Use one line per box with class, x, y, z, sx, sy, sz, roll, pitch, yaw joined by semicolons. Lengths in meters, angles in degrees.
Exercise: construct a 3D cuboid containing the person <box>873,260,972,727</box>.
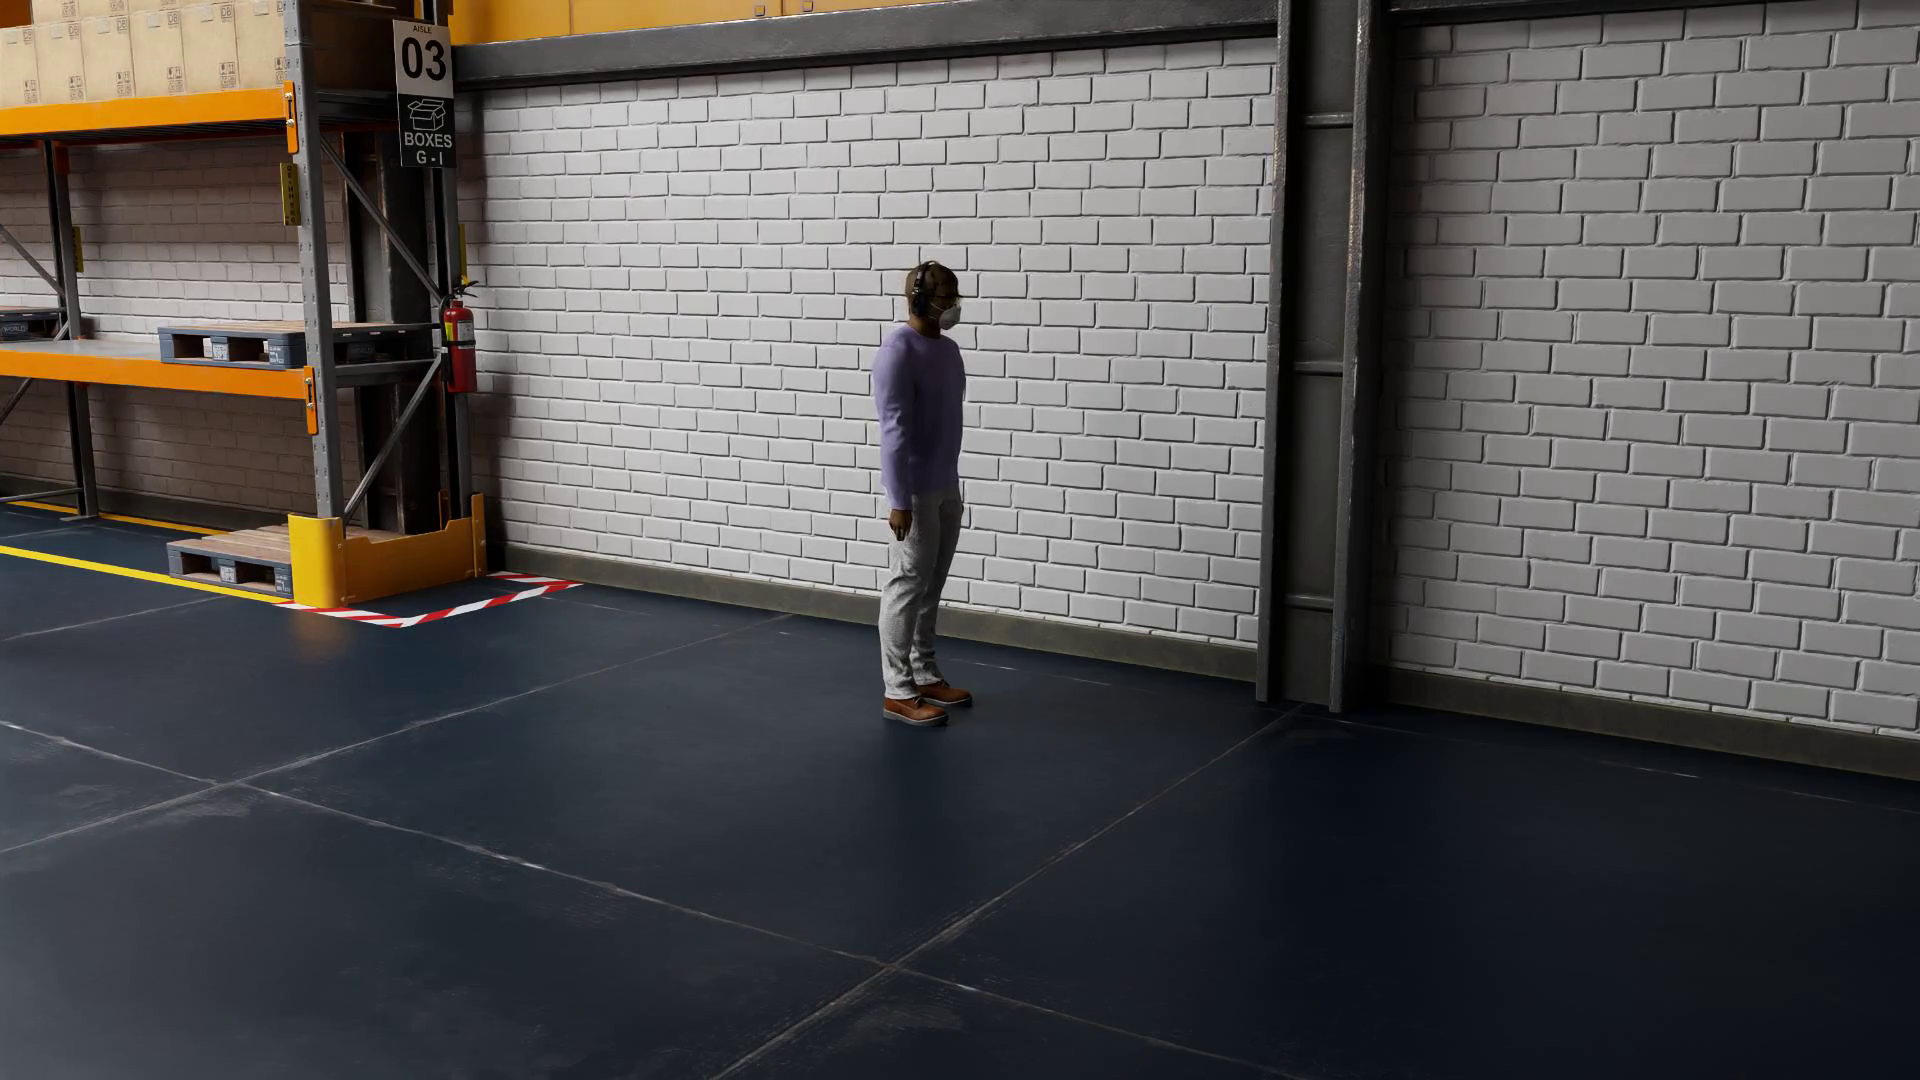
person;-0.150;-0.201;7.028;0.354;1.936;0.636;4;11;22
